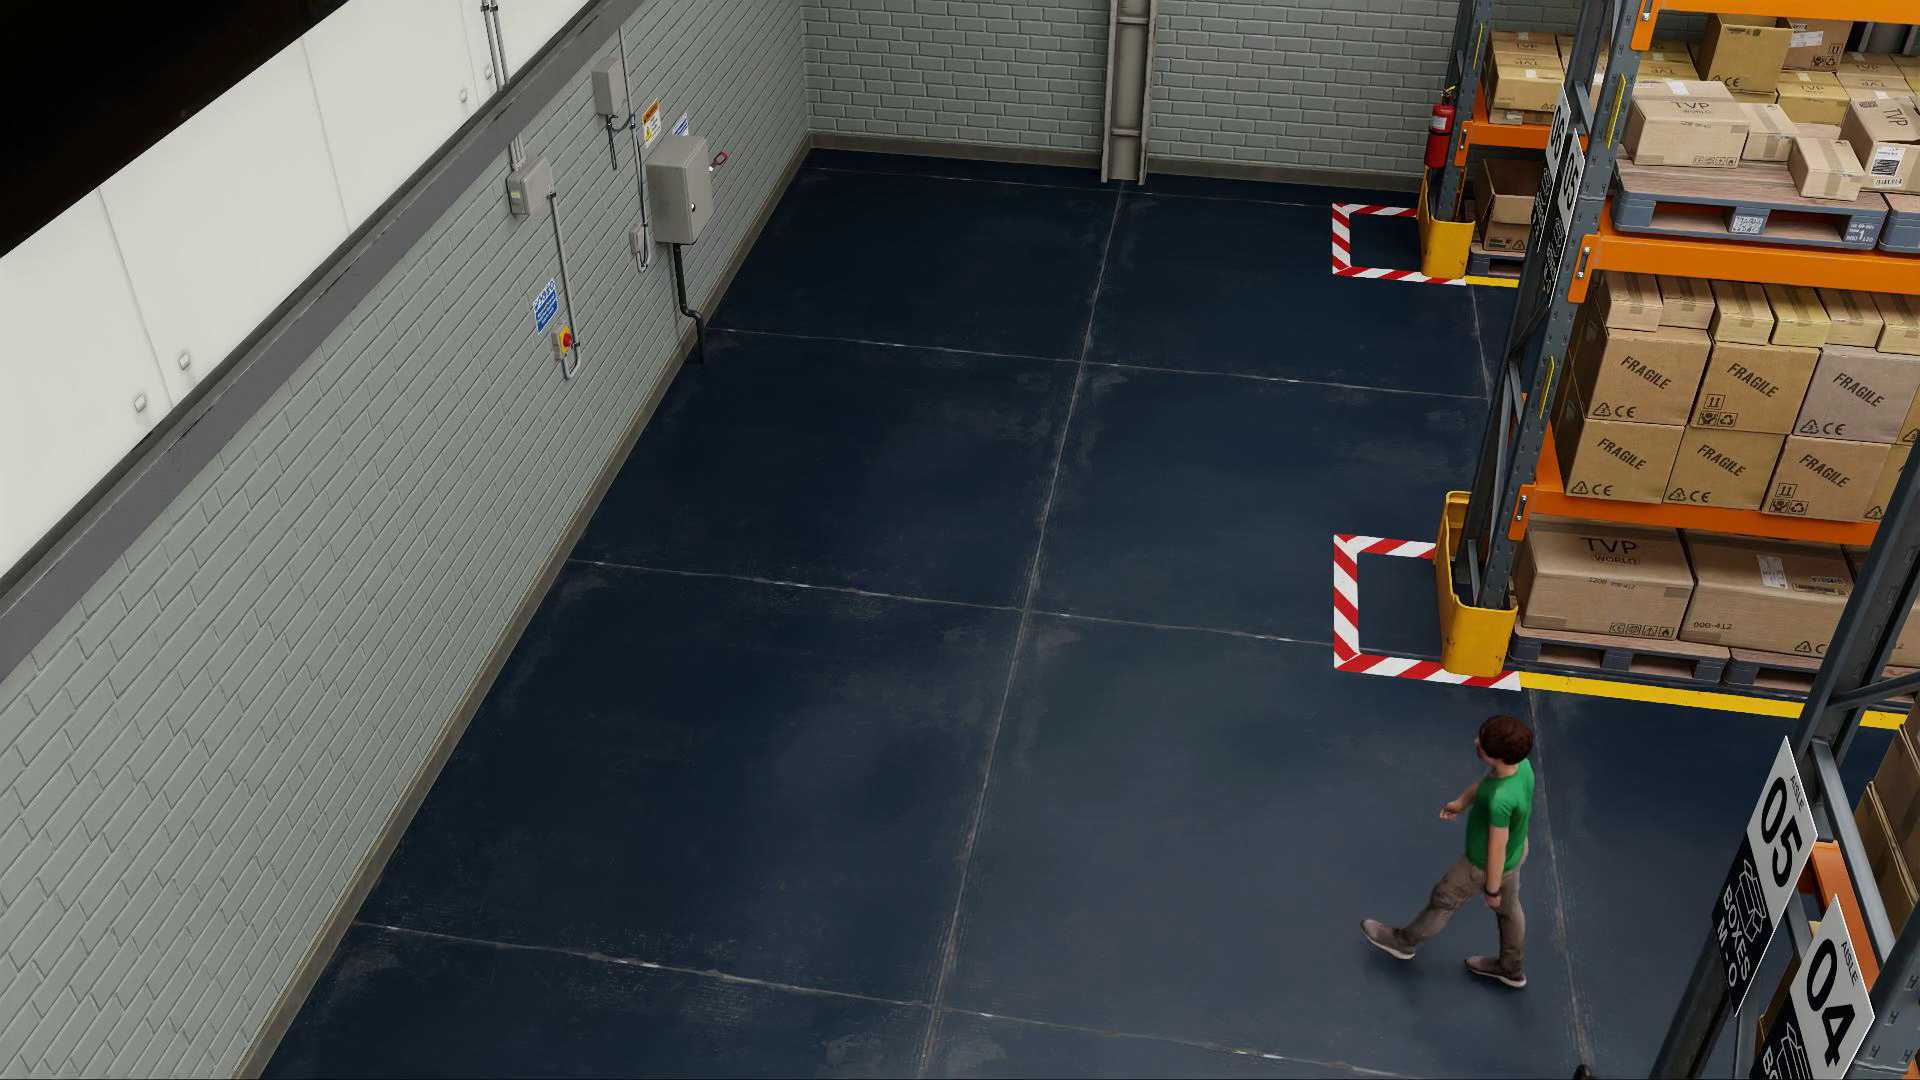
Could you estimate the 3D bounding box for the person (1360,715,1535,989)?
[{"bbox_3d":[2.511,1.471,7.562,1.101,1.613,0.846,21,42,26],"label":"person"}]
